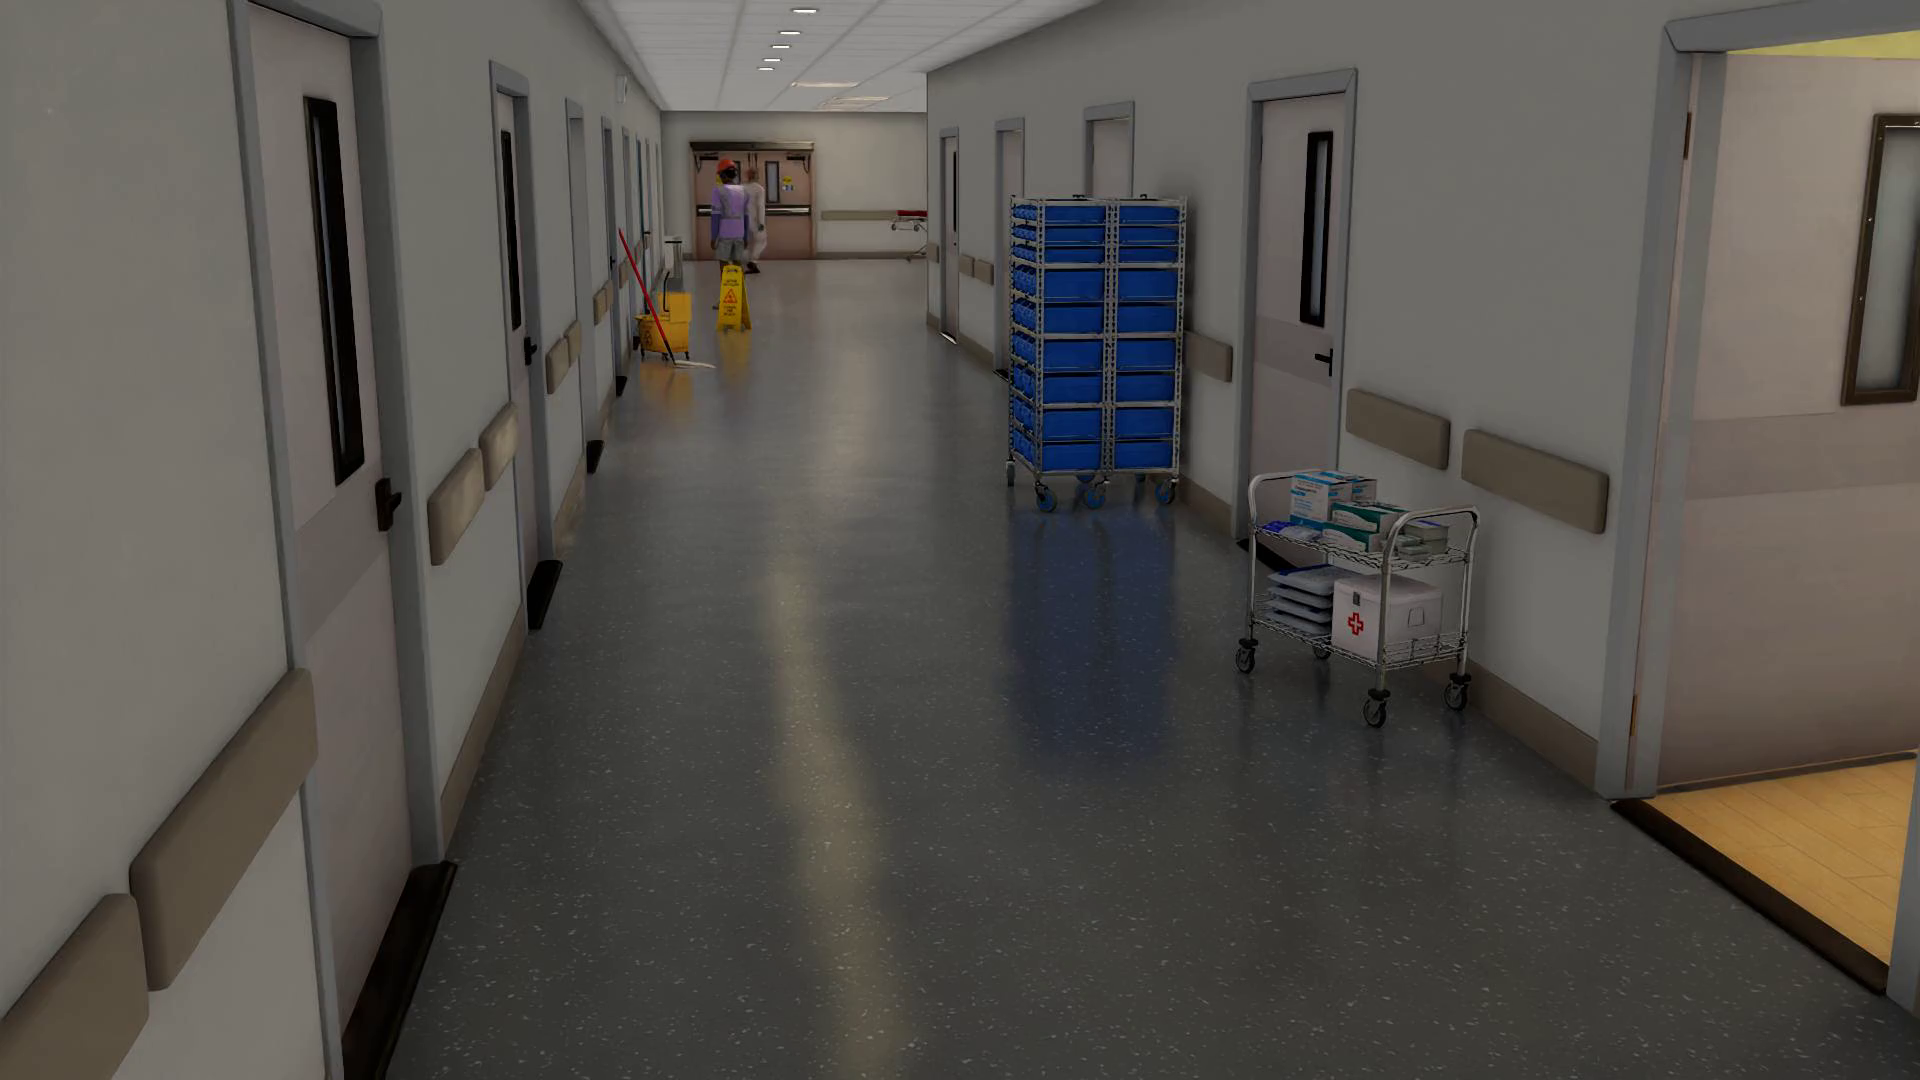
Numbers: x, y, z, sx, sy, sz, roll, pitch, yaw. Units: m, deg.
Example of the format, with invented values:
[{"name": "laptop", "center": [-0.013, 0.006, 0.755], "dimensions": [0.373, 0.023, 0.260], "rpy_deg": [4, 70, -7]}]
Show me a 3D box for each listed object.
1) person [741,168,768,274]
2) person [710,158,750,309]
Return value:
[{"name": "person", "center": [-3.729, -5.753, 30.021], "dimensions": [0.648, 1.895, 0.408], "rpy_deg": [8, 15, 32]}, {"name": "person", "center": [-3.138, -4.150, 22.614], "dimensions": [0.611, 2.031, 0.408], "rpy_deg": [-12, 18, -43]}]
